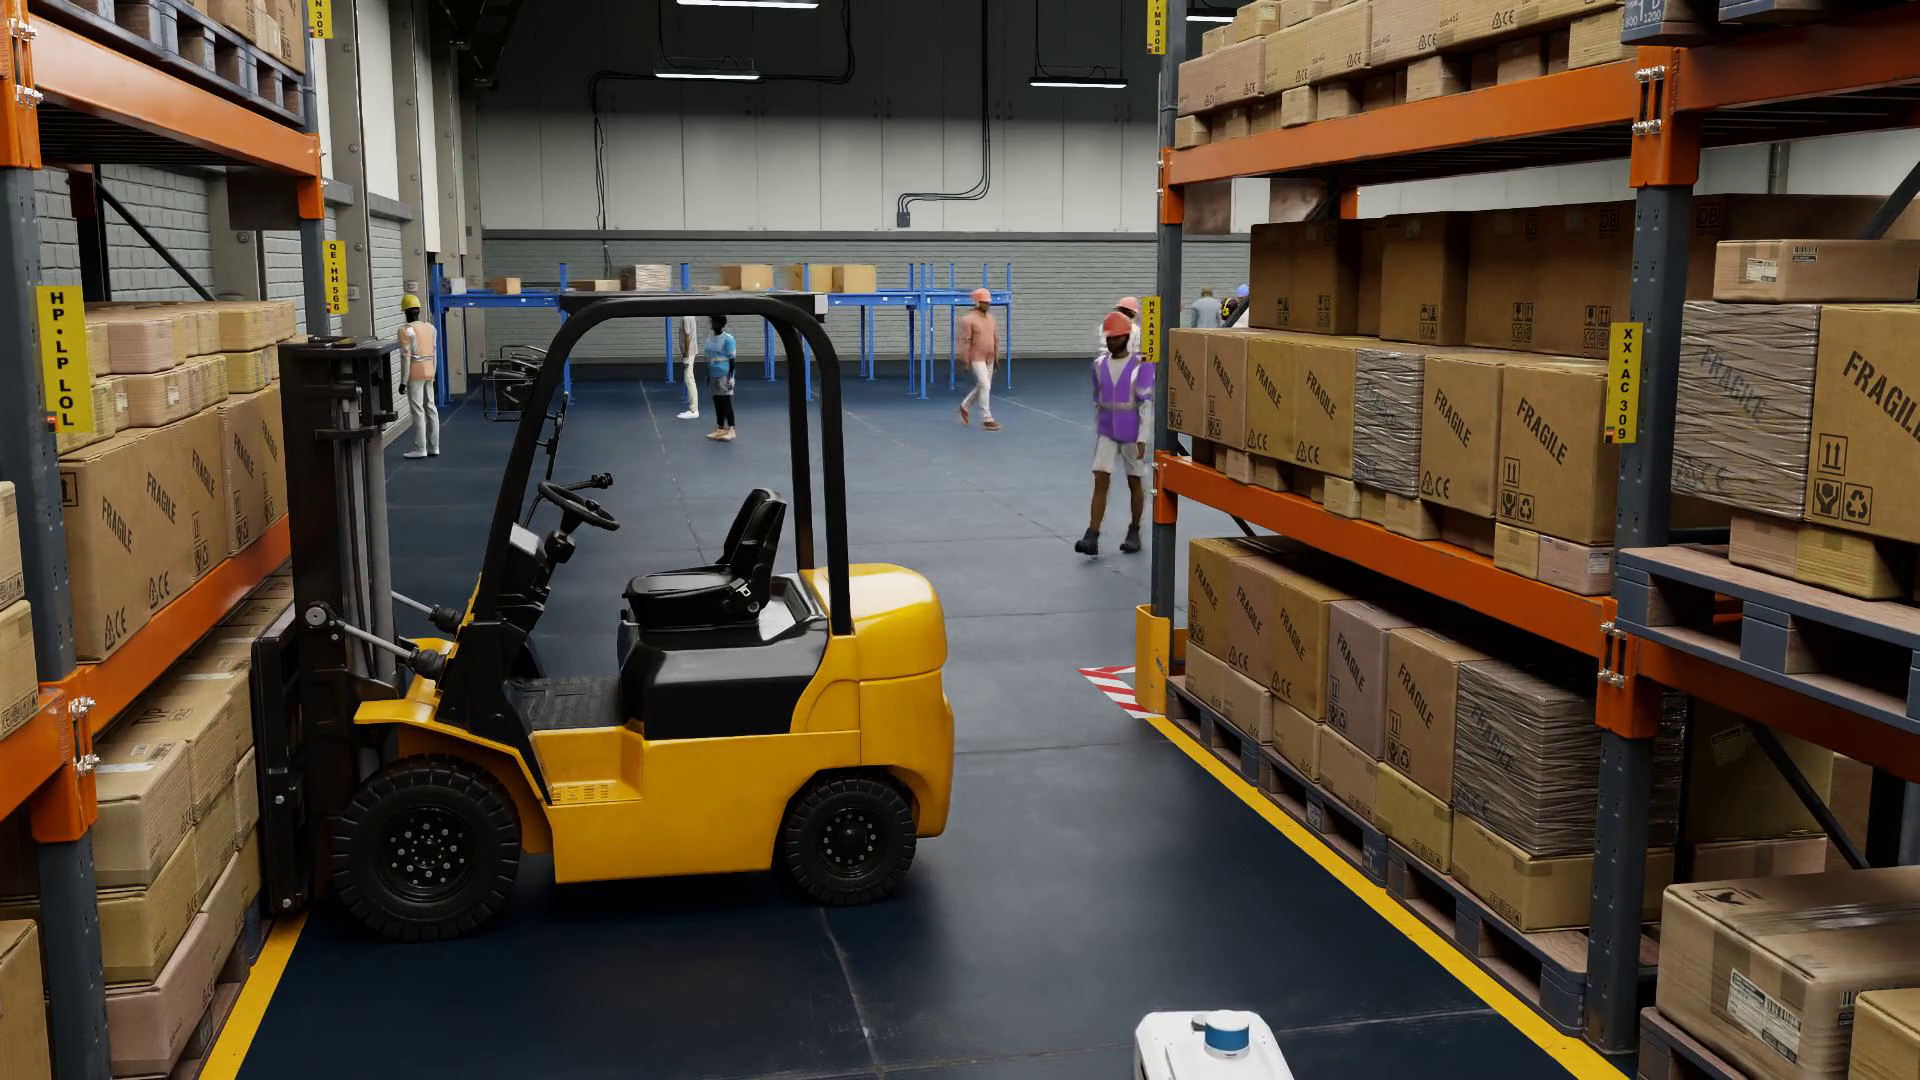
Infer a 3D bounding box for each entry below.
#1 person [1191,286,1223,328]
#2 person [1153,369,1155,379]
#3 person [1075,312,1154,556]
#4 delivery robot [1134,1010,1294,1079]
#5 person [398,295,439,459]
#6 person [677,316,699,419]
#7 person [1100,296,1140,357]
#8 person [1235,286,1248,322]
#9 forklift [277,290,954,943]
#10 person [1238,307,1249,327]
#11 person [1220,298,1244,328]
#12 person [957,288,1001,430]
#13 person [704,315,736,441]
[{"bbox_3d":[4.857,-4.065,32.814,0.618,1.881,1.002,-1,9,-6],"label":"person"},{"bbox_3d":[4.046,-3.954,32.992,0.838,1.583,0.524,6,11,31],"label":"person"},{"bbox_3d":[1.214,-0.814,12.936,0.562,1.889,0.952,5,11,28],"label":"person"},{"bbox_3d":[0.608,1.327,3.823,0.477,0.478,0.707,0,9,-2],"label":"delivery robot"},{"bbox_3d":[-6.422,-1.929,19.668,0.383,1.921,0.585,4,10,24],"label":"person"},{"bbox_3d":[-4.094,-2.759,24.919,0.318,1.865,0.519,-1,9,-6],"label":"person"},{"bbox_3d":[1.993,-2.135,21.016,0.565,1.891,0.716,-2,10,-15],"label":"person"},{"bbox_3d":[4.839,-3.394,28.615,0.677,1.928,0.483,6,11,30],"label":"person"},{"bbox_3d":[-1.179,0.175,6.143,2.313,2.155,1.214,-2,10,-12],"label":"forklift"},{"bbox_3d":[4.751,-3.090,26.855,0.446,1.884,0.698,-7,11,-35],"label":"person"},{"bbox_3d":[3.329,-2.060,20.619,0.336,1.873,0.521,7,12,37],"label":"person"},{"bbox_3d":[0.257,-2.555,23.357,0.873,1.965,0.622,9,13,43],"label":"person"},{"bbox_3d":[-3.122,-2.138,21.686,0.557,1.687,0.324,8,12,41],"label":"person"}]
